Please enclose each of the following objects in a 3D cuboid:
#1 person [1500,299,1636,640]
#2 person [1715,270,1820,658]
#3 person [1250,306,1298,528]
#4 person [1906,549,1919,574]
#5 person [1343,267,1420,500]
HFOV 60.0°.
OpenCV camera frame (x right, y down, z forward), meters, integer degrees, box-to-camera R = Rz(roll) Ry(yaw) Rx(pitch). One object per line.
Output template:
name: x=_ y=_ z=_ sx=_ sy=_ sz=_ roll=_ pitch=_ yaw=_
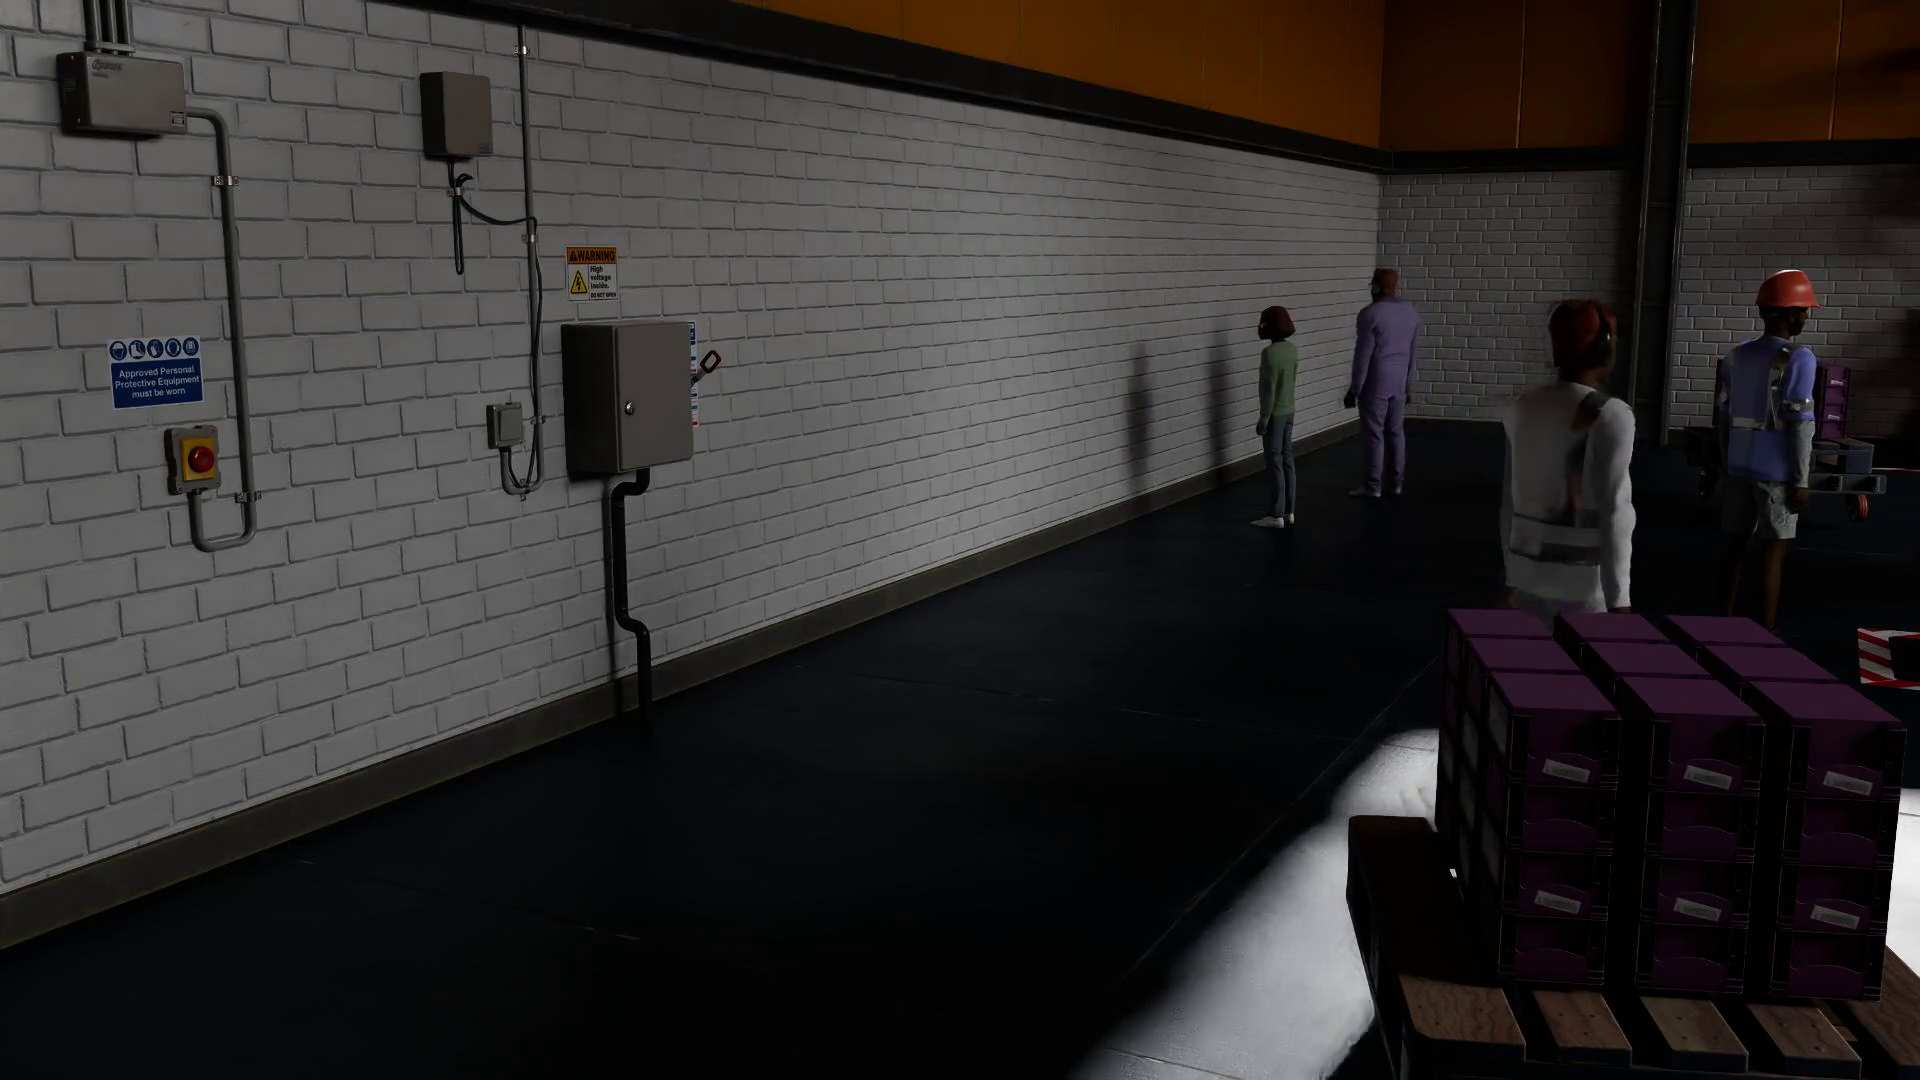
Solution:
person: x=2.047 y=0.137 z=5.573 sx=0.410 sy=1.868 sz=0.617 roll=-4 pitch=10 yaw=-21
person: x=3.981 y=-0.350 z=8.194 sx=0.376 sy=1.939 sz=0.547 roll=-3 pitch=10 yaw=-16
person: x=2.333 y=-0.908 z=12.306 sx=0.267 sy=1.632 sz=0.507 roll=7 pitch=12 yaw=33
person: x=6.196 y=-0.602 z=9.675 sx=0.637 sy=1.925 sz=1.070 roll=-7 pitch=12 yaw=-34
person: x=3.464 y=-1.285 z=13.709 sx=0.652 sy=1.905 sz=0.403 roll=-6 pitch=12 yaw=-32
